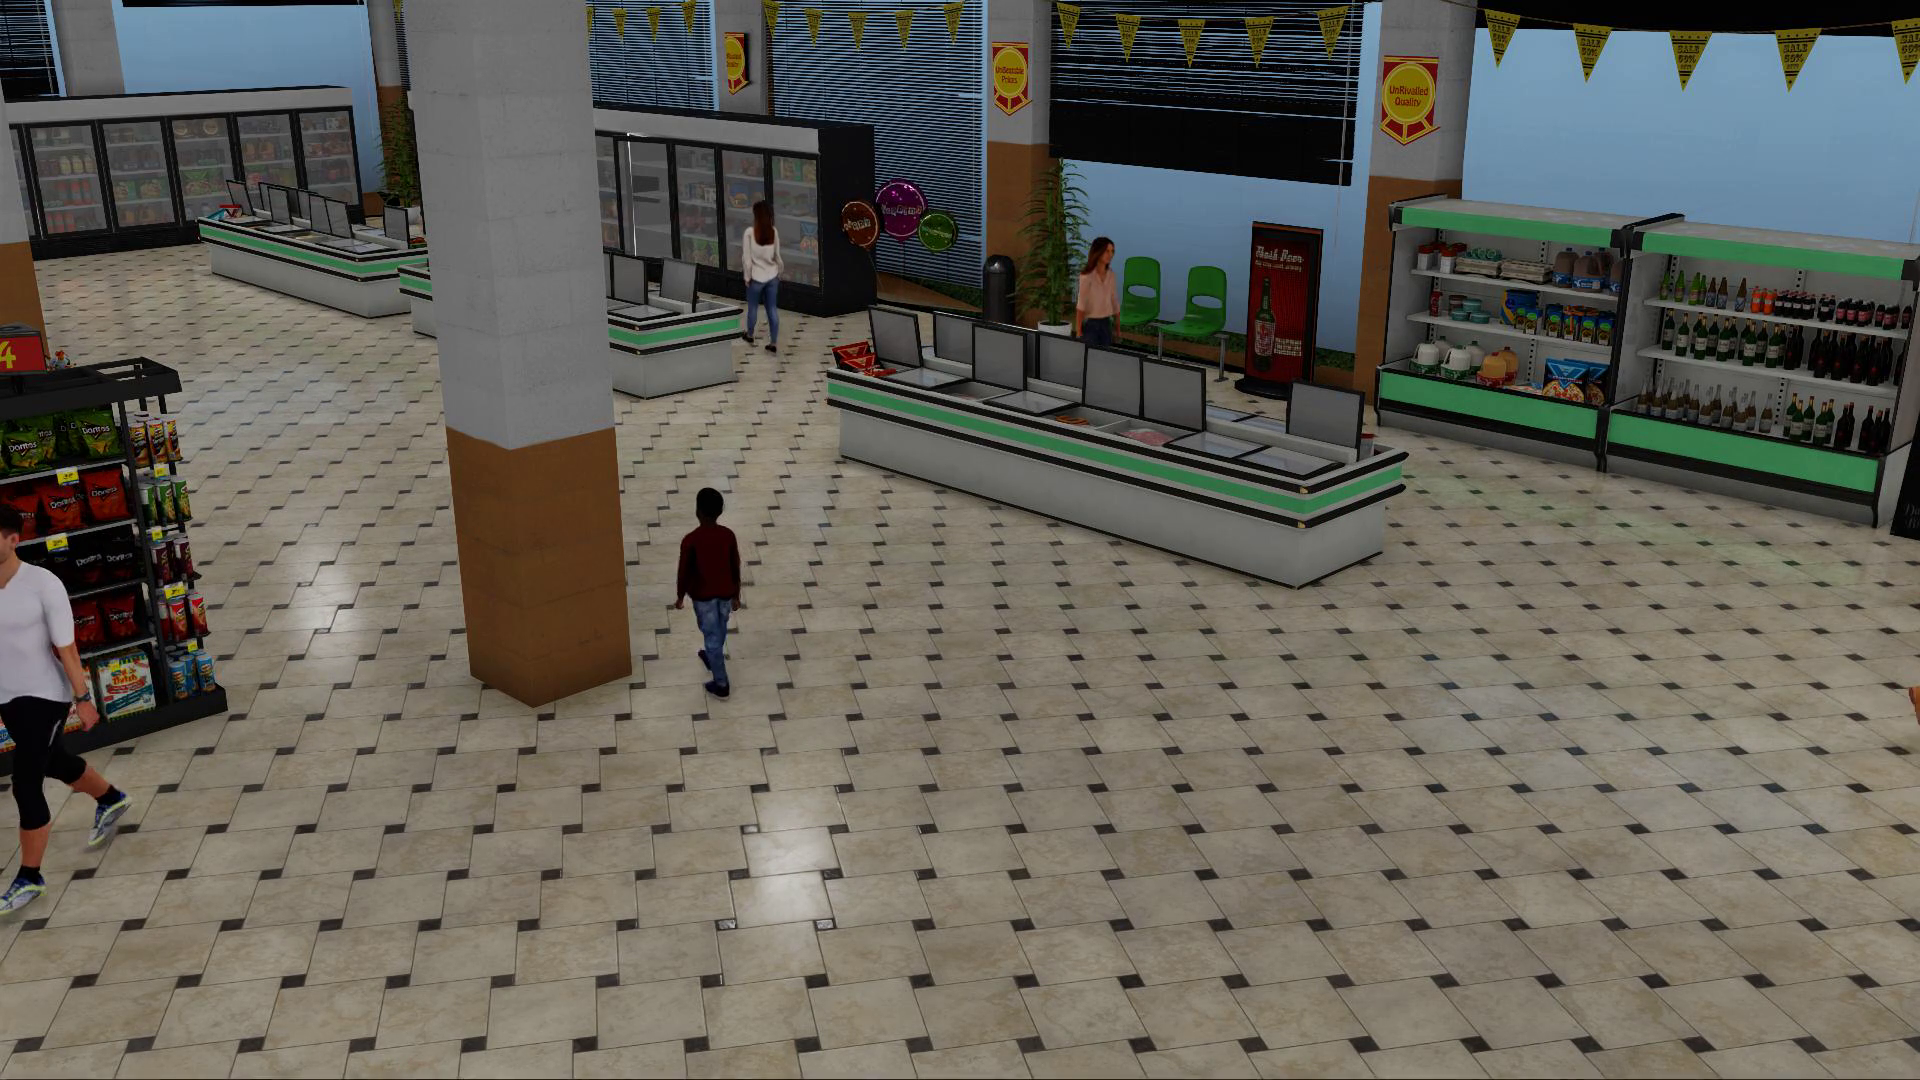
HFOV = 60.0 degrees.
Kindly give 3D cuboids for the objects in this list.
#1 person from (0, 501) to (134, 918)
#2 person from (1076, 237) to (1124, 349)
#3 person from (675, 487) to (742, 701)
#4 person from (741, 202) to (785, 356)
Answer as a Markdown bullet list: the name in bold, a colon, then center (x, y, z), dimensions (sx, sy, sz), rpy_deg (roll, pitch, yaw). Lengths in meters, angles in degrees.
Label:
- **person**: center (-4.195, 0.693, 7.639), dimensions (1.266, 1.820, 1.156), rpy_deg (5, 19, 14)
- **person**: center (1.215, -1.938, 15.502), dimensions (0.663, 1.782, 0.642), rpy_deg (-12, 22, -32)
- **person**: center (-1.409, 0.327, 9.639), dimensions (0.553, 1.235, 0.795), rpy_deg (-14, 23, -36)
- **person**: center (-2.158, -2.881, 18.488), dimensions (0.861, 1.660, 1.094), rpy_deg (-10, 21, -26)
